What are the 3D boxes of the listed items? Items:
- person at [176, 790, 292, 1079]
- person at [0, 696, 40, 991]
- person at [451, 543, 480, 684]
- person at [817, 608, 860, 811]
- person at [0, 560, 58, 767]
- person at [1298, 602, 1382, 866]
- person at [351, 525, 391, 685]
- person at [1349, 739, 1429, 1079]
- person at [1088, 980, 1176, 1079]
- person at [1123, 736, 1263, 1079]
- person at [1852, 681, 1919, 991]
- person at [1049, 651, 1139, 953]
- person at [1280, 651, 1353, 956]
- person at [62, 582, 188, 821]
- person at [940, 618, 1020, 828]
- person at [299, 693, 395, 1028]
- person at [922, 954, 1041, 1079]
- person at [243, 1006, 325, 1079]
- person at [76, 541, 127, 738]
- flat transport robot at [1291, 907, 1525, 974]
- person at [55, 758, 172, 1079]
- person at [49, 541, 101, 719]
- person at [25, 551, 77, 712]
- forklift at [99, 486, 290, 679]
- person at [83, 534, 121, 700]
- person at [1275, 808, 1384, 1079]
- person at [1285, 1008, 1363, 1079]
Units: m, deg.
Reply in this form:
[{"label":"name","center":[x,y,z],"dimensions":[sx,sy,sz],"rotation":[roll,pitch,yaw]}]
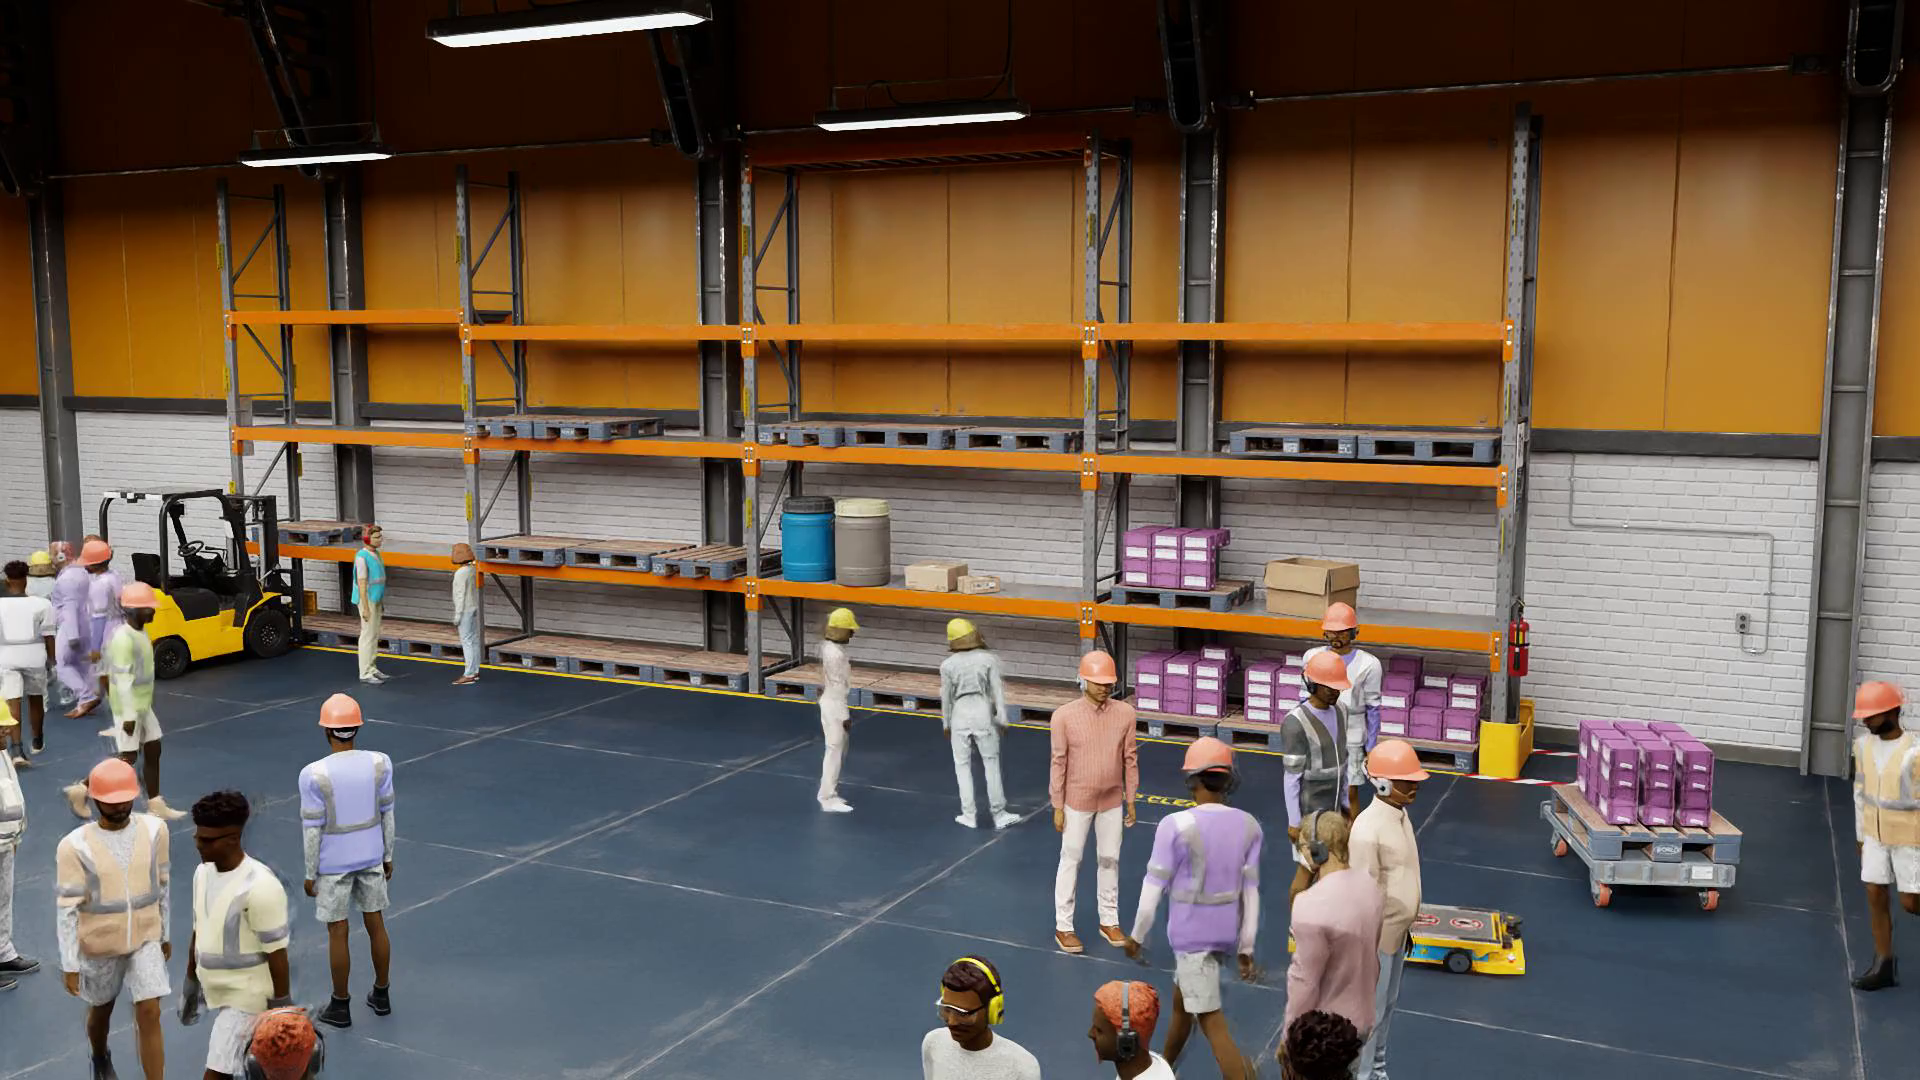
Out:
[{"label":"person","center":[-3.382,2.095,7.777],"dimensions":[0.616,1.917,0.997],"rotation":[6,9,40]},{"label":"person","center":[-5.947,1.848,10.202],"dimensions":[0.403,1.820,0.595],"rotation":[-1,7,-10]},{"label":"person","center":[-5.731,0.845,19.242],"dimensions":[0.285,1.633,0.497],"rotation":[0,7,1]},{"label":"person","center":[-1.021,1.429,14.028],"dimensions":[0.363,1.729,0.522],"rotation":[-1,7,-7]},{"label":"person","center":[-8.822,1.145,15.633],"dimensions":[0.597,1.920,1.012],"rotation":[-4,8,-27]},{"label":"person","center":[2.806,1.474,12.369],"dimensions":[0.605,2.045,0.377],"rotation":[3,8,27]},{"label":"person","center":[-6.828,0.740,19.238],"dimensions":[0.377,1.844,0.567],"rotation":[0,7,-2]},{"label":"person","center":[2.141,1.981,8.369],"dimensions":[0.378,1.996,0.610],"rotation":[4,8,30]},{"label":"person","center":[0.594,2.386,5.567],"dimensions":[0.349,1.873,0.568],"rotation":[1,7,7]},{"label":"person","center":[1.264,1.995,8.382],"dimensions":[0.622,1.978,1.096],"rotation":[-5,9,-36]},{"label":"person","center":[5.811,1.801,10.232],"dimensions":[0.697,1.906,0.593],"rotation":[-3,8,-24]},{"label":"person","center":[0.877,1.693,10.824],"dimensions":[0.609,1.985,0.409],"rotation":[-2,7,-18]},{"label":"person","center":[2.303,1.697,10.610],"dimensions":[0.623,2.027,0.410],"rotation":[-6,9,-43]},{"label":"person","center":[-6.855,1.344,13.576],"dimensions":[0.848,2.016,0.621],"rotation":[-1,7,-10]},{"label":"person","center":[0.141,1.493,13.606],"dimensions":[0.620,1.698,0.433],"rotation":[0,7,0]},{"label":"person","center":[-3.563,1.852,9.678],"dimensions":[0.543,1.938,0.356],"rotation":[-6,9,-42]},{"label":"person","center":[0.058,2.356,5.848],"dimensions":[0.512,1.862,0.322],"rotation":[5,9,37]},{"label":"person","center":[-2.118,2.412,5.316],"dimensions":[0.579,1.878,0.347],"rotation":[-2,7,-17]},{"label":"person","center":[-8.527,0.983,16.654],"dimensions":[0.375,2.005,0.756],"rotation":[-1,7,-9]},{"label":"flat transport robot","center":[2.898,2.545,10.780],"dimensions":[1.431,0.197,0.652],"rotation":[2,7,16]},{"label":"person","center":[-4.292,2.027,8.474],"dimensions":[0.566,1.886,1.010],"rotation":[-6,9,-42]},{"label":"person","center":[-9.304,0.944,17.399],"dimensions":[0.415,1.894,0.662],"rotation":[-2,7,-14]},{"label":"person","center":[-9.835,0.963,17.912],"dimensions":[0.491,1.709,0.709],"rotation":[-2,7,-17]},{"label":"forklift","center":[-9.426,0.454,20.179],"dimensions":[1.214,2.155,2.313],"rotation":[3,8,26]},{"label":"person","center":[-9.503,0.848,18.347],"dimensions":[0.516,1.843,0.325],"rotation":[0,7,0]},{"label":"person","center":[1.671,2.147,7.316],"dimensions":[0.483,1.919,0.691],"rotation":[6,9,40]},{"label":"person","center":[0.995,2.405,5.123],"dimensions":[0.641,1.934,0.514],"rotation":[5,8,36]}]
